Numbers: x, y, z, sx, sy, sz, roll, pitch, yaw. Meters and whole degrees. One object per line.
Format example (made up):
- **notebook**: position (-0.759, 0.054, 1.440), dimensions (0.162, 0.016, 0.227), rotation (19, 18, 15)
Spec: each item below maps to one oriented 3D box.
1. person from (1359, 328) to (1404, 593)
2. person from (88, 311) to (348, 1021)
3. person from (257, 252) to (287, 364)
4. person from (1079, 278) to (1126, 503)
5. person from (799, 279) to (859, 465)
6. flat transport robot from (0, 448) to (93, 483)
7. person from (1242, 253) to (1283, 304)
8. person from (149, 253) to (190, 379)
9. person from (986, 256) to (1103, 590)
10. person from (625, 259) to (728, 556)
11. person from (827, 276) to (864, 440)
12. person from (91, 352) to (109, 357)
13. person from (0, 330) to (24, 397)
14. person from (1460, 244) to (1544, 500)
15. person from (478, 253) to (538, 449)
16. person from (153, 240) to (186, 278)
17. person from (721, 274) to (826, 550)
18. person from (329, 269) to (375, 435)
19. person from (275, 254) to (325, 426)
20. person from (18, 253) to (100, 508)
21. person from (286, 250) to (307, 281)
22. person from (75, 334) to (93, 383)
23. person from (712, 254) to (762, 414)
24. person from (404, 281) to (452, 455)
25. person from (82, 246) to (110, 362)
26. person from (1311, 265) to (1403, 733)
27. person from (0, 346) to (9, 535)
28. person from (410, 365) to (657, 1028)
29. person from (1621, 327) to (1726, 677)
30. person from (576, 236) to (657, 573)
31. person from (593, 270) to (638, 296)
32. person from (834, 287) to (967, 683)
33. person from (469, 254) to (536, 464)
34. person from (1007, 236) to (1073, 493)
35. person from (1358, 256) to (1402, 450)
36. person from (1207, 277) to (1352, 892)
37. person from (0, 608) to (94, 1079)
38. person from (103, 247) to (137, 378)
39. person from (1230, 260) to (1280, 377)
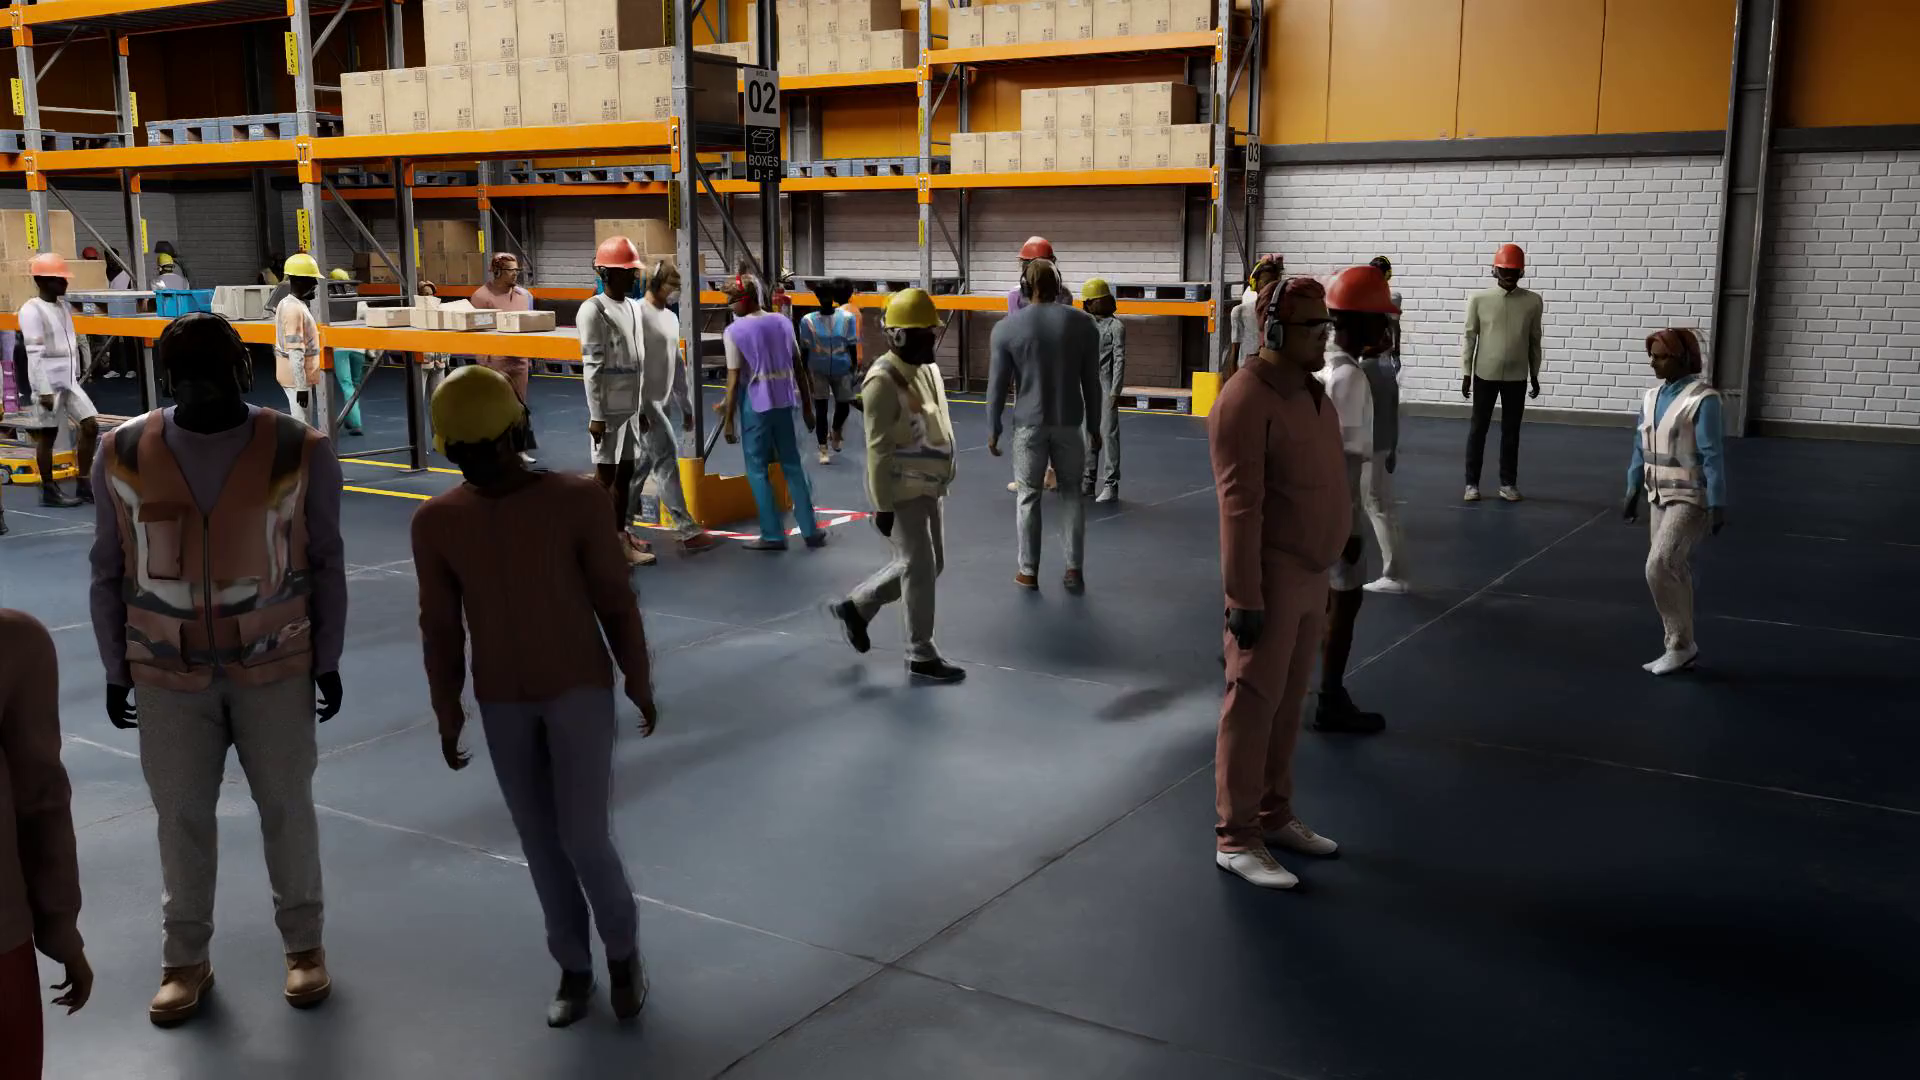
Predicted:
- **person**: position (2.257, -0.505, 9.642), dimensions (0.799, 1.598, 0.503), rotation (6, 12, 31)
- **person**: position (-1.925, 0.329, 4.362), dimensions (0.627, 1.844, 0.429), rotation (-3, 11, -16)
- **person**: position (-11.122, -3.782, 27.193), dimensions (0.662, 1.820, 0.485), rotation (-8, 13, -36)
- **person**: position (1.054, -1.158, 12.898), dimensions (0.310, 1.735, 0.484), rotation (-9, 13, -40)
- **person**: position (-1.206, -1.544, 15.185), dimensions (0.540, 1.677, 0.572), rotation (-2, 10, -12)
- **flat transport robot**: position (-8.146, -0.648, 14.126), dimensions (1.431, 0.197, 0.652), rotation (3, 11, 14)
- **person**: position (2.928, -1.778, 15.893), dimensions (0.398, 1.897, 0.646), rotation (-2, 11, -13)
- **person**: position (-11.302, -3.174, 23.794), dimensions (0.403, 1.833, 0.586), rotation (7, 12, 33)
- **person**: position (0.481, -0.652, 9.555), dimensions (0.671, 1.930, 0.443), rotation (-1, 10, -5)
- **person**: position (-1.869, -0.840, 10.693), dimensions (0.974, 1.891, 0.639), rotation (2, 11, 13)
- **person**: position (-1.068, -1.799, 16.644), dimensions (0.726, 1.676, 0.531), rotation (4, 11, 19)
- **person**: position (-14.938, -3.963, 28.719), dimensions (0.286, 1.633, 0.499), rotation (8, 13, 38)
- **person**: position (-12.331, -2.757, 21.286), dimensions (0.403, 1.905, 0.651), rotation (6, 12, 29)
- **person**: position (4.207, -1.291, 12.919), dimensions (0.622, 1.990, 0.402), rotation (0, 10, 2)
- **person**: position (-4.494, -1.850, 16.293), dimensions (0.957, 1.888, 0.569), rotation (7, 12, 33)
- **person**: position (-13.174, -3.994, 27.759), dimensions (0.540, 2.000, 0.684), rotation (-3, 11, -17)
- **person**: position (-1.227, -0.826, 10.871), dimensions (0.709, 1.802, 0.432), rotation (-9, 14, -42)
- **person**: position (-6.460, -1.972, 17.452), dimensions (0.554, 1.715, 0.923), rotation (-9, 14, -42)
- **person**: position (-5.078, -1.245, 12.877), dimensions (0.396, 1.918, 0.588), rotation (-4, 11, -19)
- **person**: position (-6.704, -1.183, 12.511), dimensions (0.650, 1.919, 0.570), rotation (1, 10, 6)
- **person**: position (-9.994, -3.494, 25.425), dimensions (0.337, 1.882, 0.584), rotation (6, 12, 31)
- **person**: position (-12.587, -3.128, 23.541), dimensions (0.404, 1.832, 0.592), rotation (2, 10, 11)
- **person**: position (-2.387, -2.310, 18.867), dimensions (1.047, 1.884, 0.646), rotation (7, 12, 34)
- **person**: position (-5.049, -1.628, 15.764), dimensions (0.307, 1.640, 0.520), rotation (7, 12, 35)
- **person**: position (-14.278, -3.886, 27.522), dimensions (0.700, 1.921, 0.545), rotation (9, 14, 42)
- **person**: position (1.471, -0.146, 6.759), dimensions (0.571, 1.922, 0.572), rotation (0, 10, 0)
- **person**: position (-6.792, -0.969, 11.283), dimensions (0.544, 1.939, 0.354), rotation (-9, 13, -39)
- **person**: position (-1.075, 0.413, 4.203), dimensions (0.570, 1.724, 0.461), rotation (1, 10, 5)
- **person**: position (3.290, -0.167, 7.698), dimensions (0.420, 1.619, 0.548), rotation (-2, 10, -9)
- **person**: position (-2.065, -0.816, 10.144), dimensions (0.393, 2.041, 0.613), rotation (3, 11, 17)
- **person**: position (-3.014, -1.669, 15.028), dimensions (0.608, 1.986, 0.391), rotation (-2, 11, -13)
- **person**: position (-0.282, -0.256, 7.677), dimensions (0.654, 1.810, 0.602), rotation (4, 11, 22)
- **person**: position (-4.060, -1.599, 14.904), dimensions (0.401, 1.902, 0.641), rotation (7, 12, 33)
- **person**: position (0.609, -1.383, 13.275), dimensions (0.615, 2.047, 0.357), rotation (-7, 12, -34)
- **person**: position (3.986, -1.781, 15.970), dimensions (0.519, 1.873, 0.335), rotation (7, 12, 32)
- **person**: position (1.031, 0.129, 5.286), dimensions (0.408, 1.906, 0.652), rotation (6, 12, 32)
- **person**: position (-1.662, 0.678, 2.640), dimensions (0.313, 1.768, 0.528), rotation (10, 14, 43)
- **person**: position (-12.395, -3.340, 24.495), dimensions (0.587, 1.914, 0.394), rotation (1, 10, 4)
- **person**: position (2.234, -1.125, 12.344), dimensions (0.512, 1.871, 0.328), rotation (-4, 11, -20)
